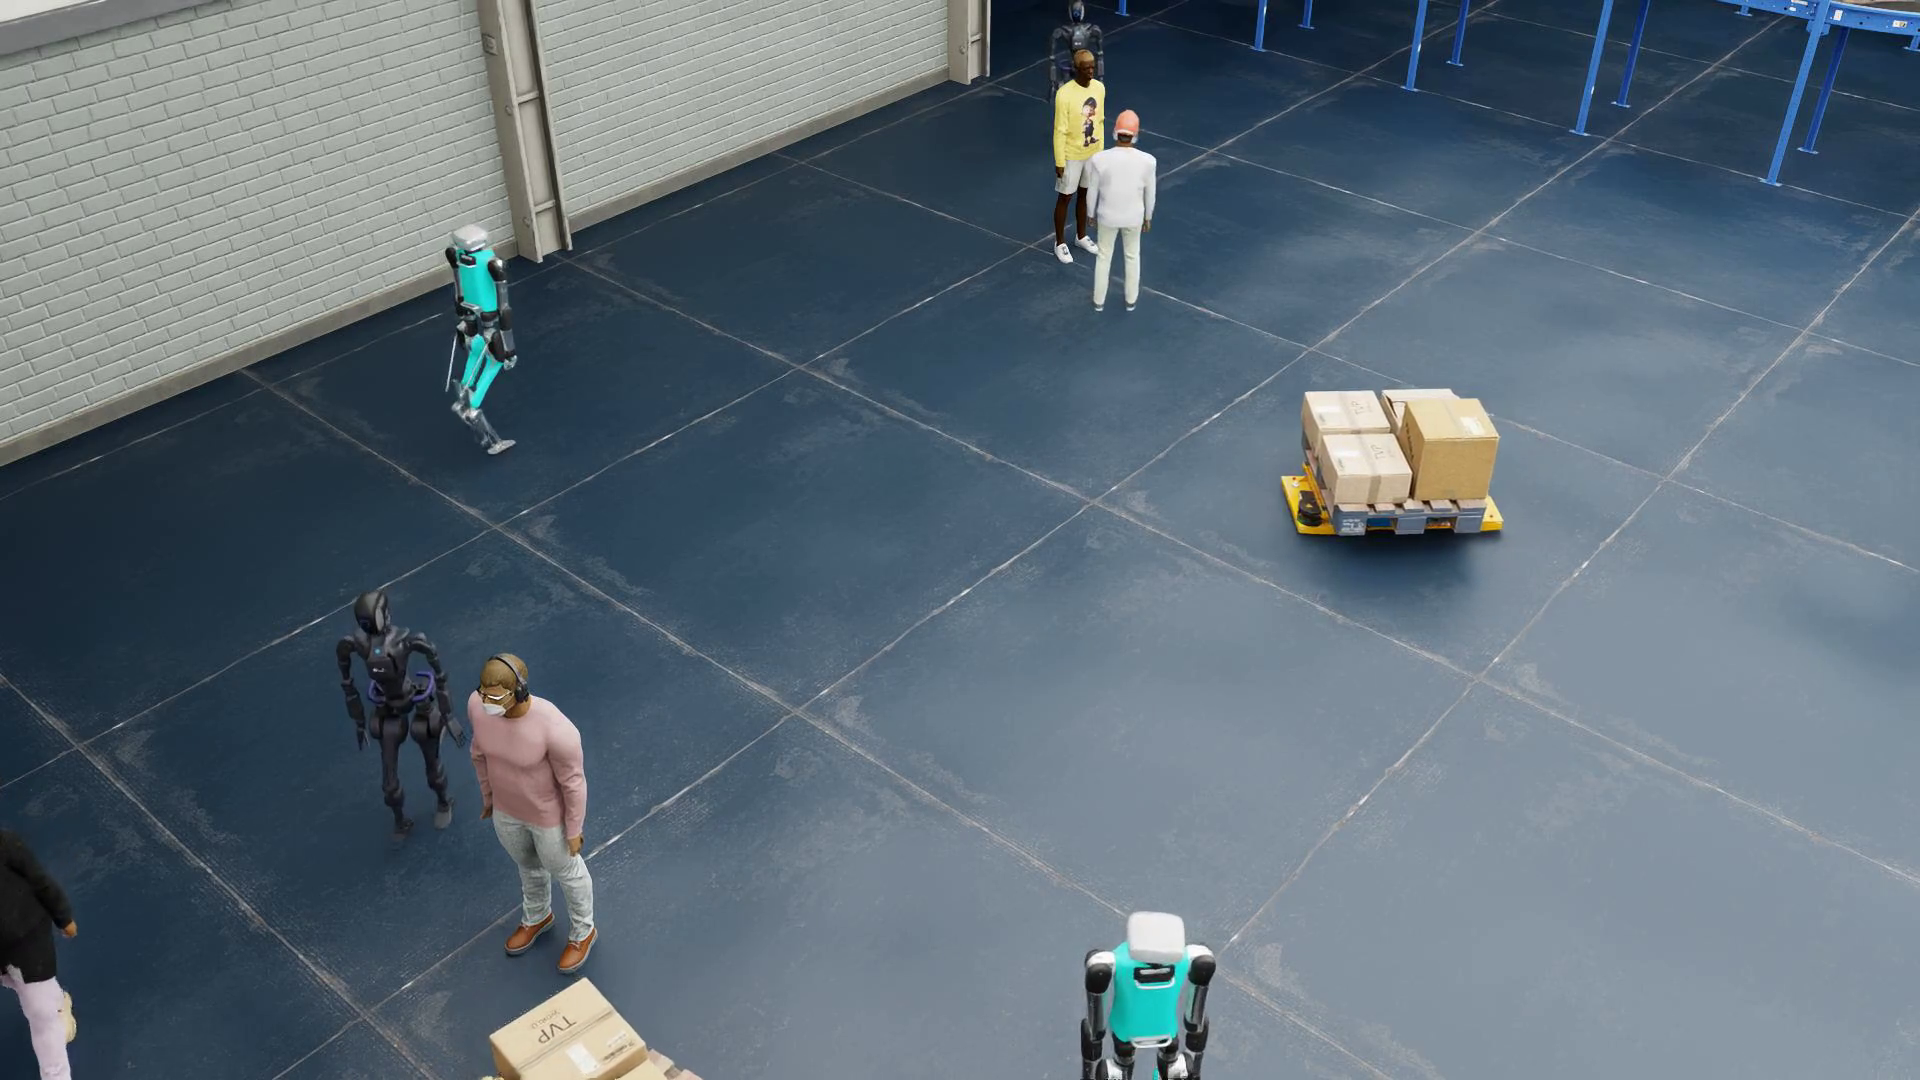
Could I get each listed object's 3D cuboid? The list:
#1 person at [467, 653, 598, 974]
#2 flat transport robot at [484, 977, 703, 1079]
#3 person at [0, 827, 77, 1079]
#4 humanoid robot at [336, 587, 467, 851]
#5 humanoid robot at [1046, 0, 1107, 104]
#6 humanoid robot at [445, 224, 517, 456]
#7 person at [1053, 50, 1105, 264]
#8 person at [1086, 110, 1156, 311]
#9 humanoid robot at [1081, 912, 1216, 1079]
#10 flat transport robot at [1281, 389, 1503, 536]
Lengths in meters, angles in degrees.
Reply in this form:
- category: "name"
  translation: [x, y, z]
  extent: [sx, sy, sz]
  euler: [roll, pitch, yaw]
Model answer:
- category: "person"
  translation: [-2.080, 1.318, 8.099]
  extent: [0.627, 1.940, 0.373]
  euler: [15, 38, 20]
- category: "flat transport robot"
  translation: [-1.714, 2.880, 7.343]
  extent: [1.431, 0.231, 0.659]
  euler: [21, 41, 27]
- category: "person"
  translation: [-4.300, 1.827, 7.507]
  extent: [0.550, 1.793, 0.977]
  euler: [-13, 37, -18]
- category: "humanoid robot"
  translation: [-2.945, 0.946, 8.854]
  extent: [0.591, 1.652, 0.425]
  euler: [-1, 35, -1]
- category: "humanoid robot"
  translation: [1.165, -4.616, 16.658]
  extent: [0.609, 1.650, 0.397]
  euler: [-4, 36, -6]
- category: "humanoid robot"
  translation: [-3.539, -1.342, 12.014]
  extent: [0.536, 1.804, 0.671]
  euler: [20, 40, 26]
- category: "person"
  translation: [1.056, -3.418, 14.783]
  extent: [0.544, 1.899, 0.377]
  euler: [-22, 41, -28]
- category: "person"
  translation: [1.342, -2.748, 13.968]
  extent: [0.572, 1.749, 0.342]
  euler: [2, 36, 3]
- category: "humanoid robot"
  translation: [0.784, 2.398, 6.804]
  extent: [0.531, 1.801, 0.806]
  euler: [-3, 36, -5]
- category: "flat transport robot"
  translation: [3.058, -0.306, 11.817]
  extent: [1.431, 0.231, 0.659]
  euler: [-1, 35, -2]
